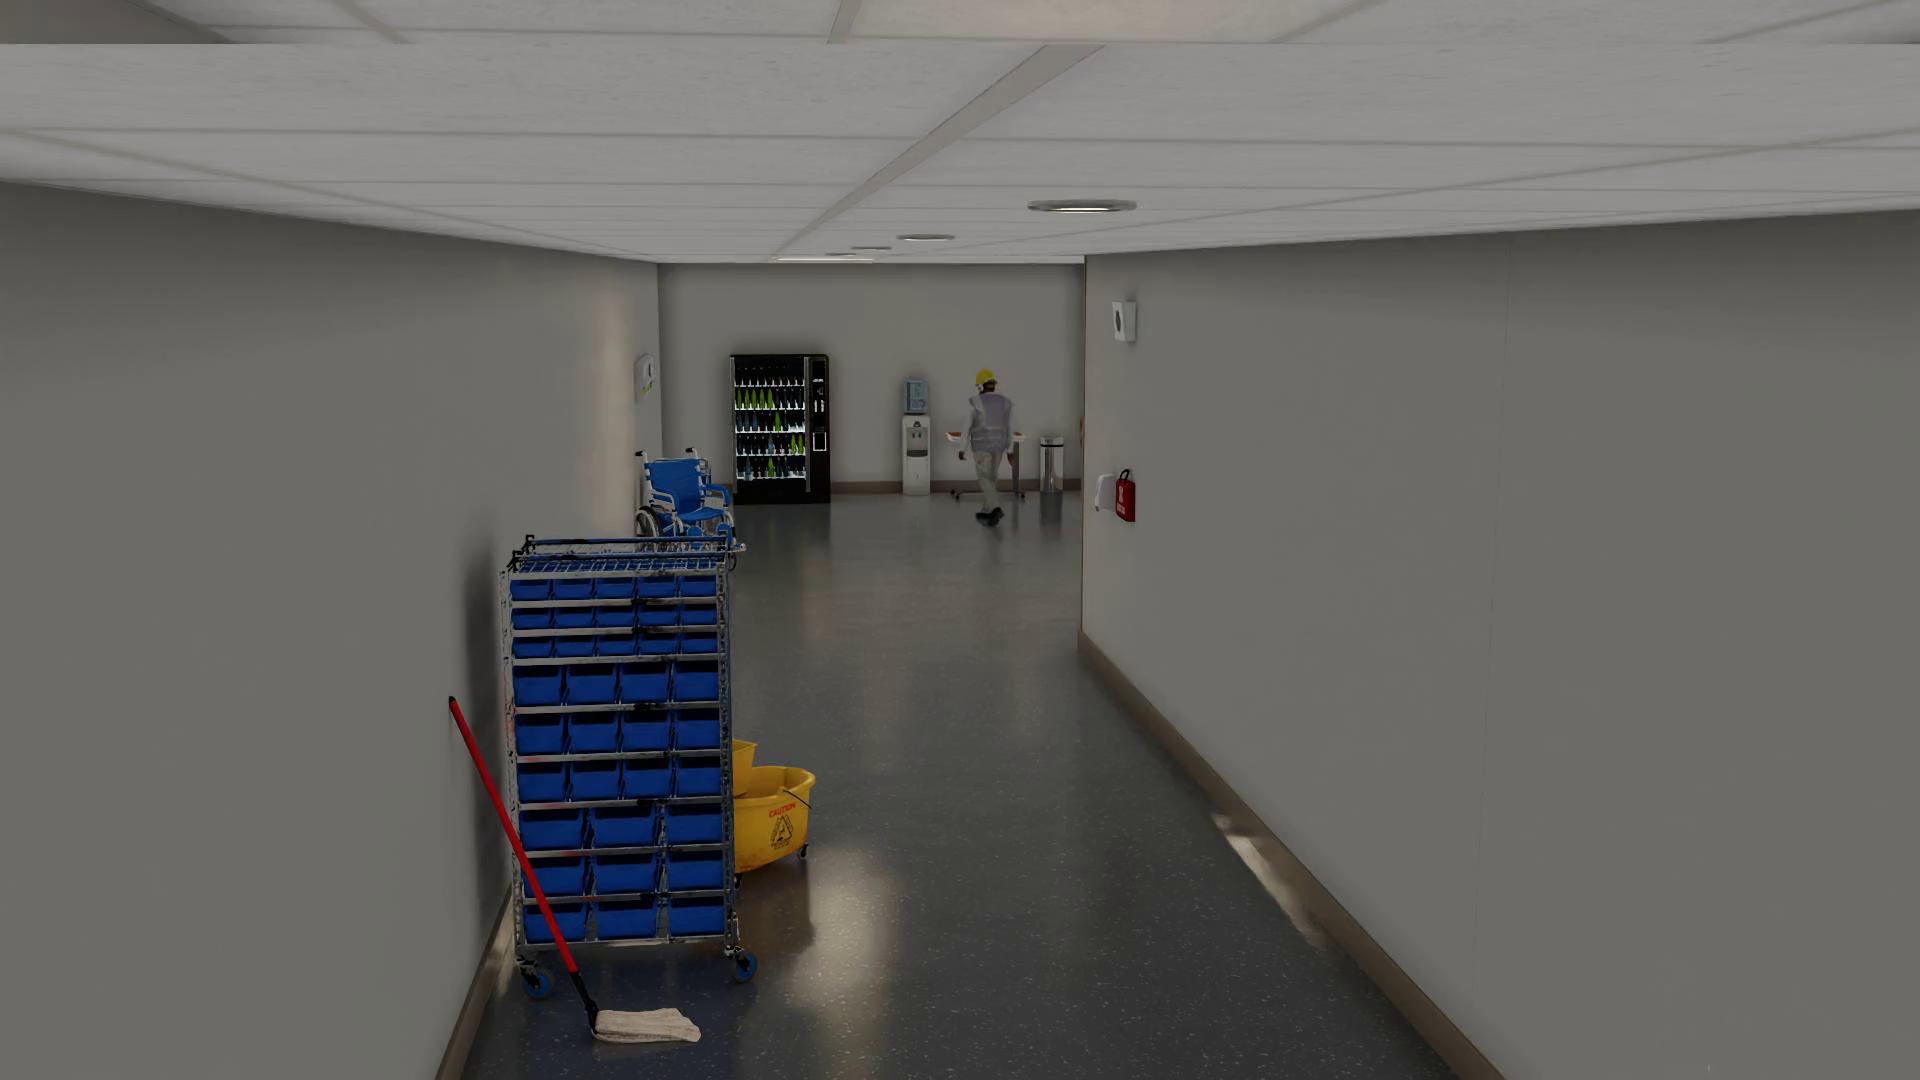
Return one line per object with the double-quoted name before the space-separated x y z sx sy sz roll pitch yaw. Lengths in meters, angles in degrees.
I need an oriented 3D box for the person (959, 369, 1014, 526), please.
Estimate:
"person" 0.358 -1.067 19.164 0.607 1.793 0.816 -5 10 -28
